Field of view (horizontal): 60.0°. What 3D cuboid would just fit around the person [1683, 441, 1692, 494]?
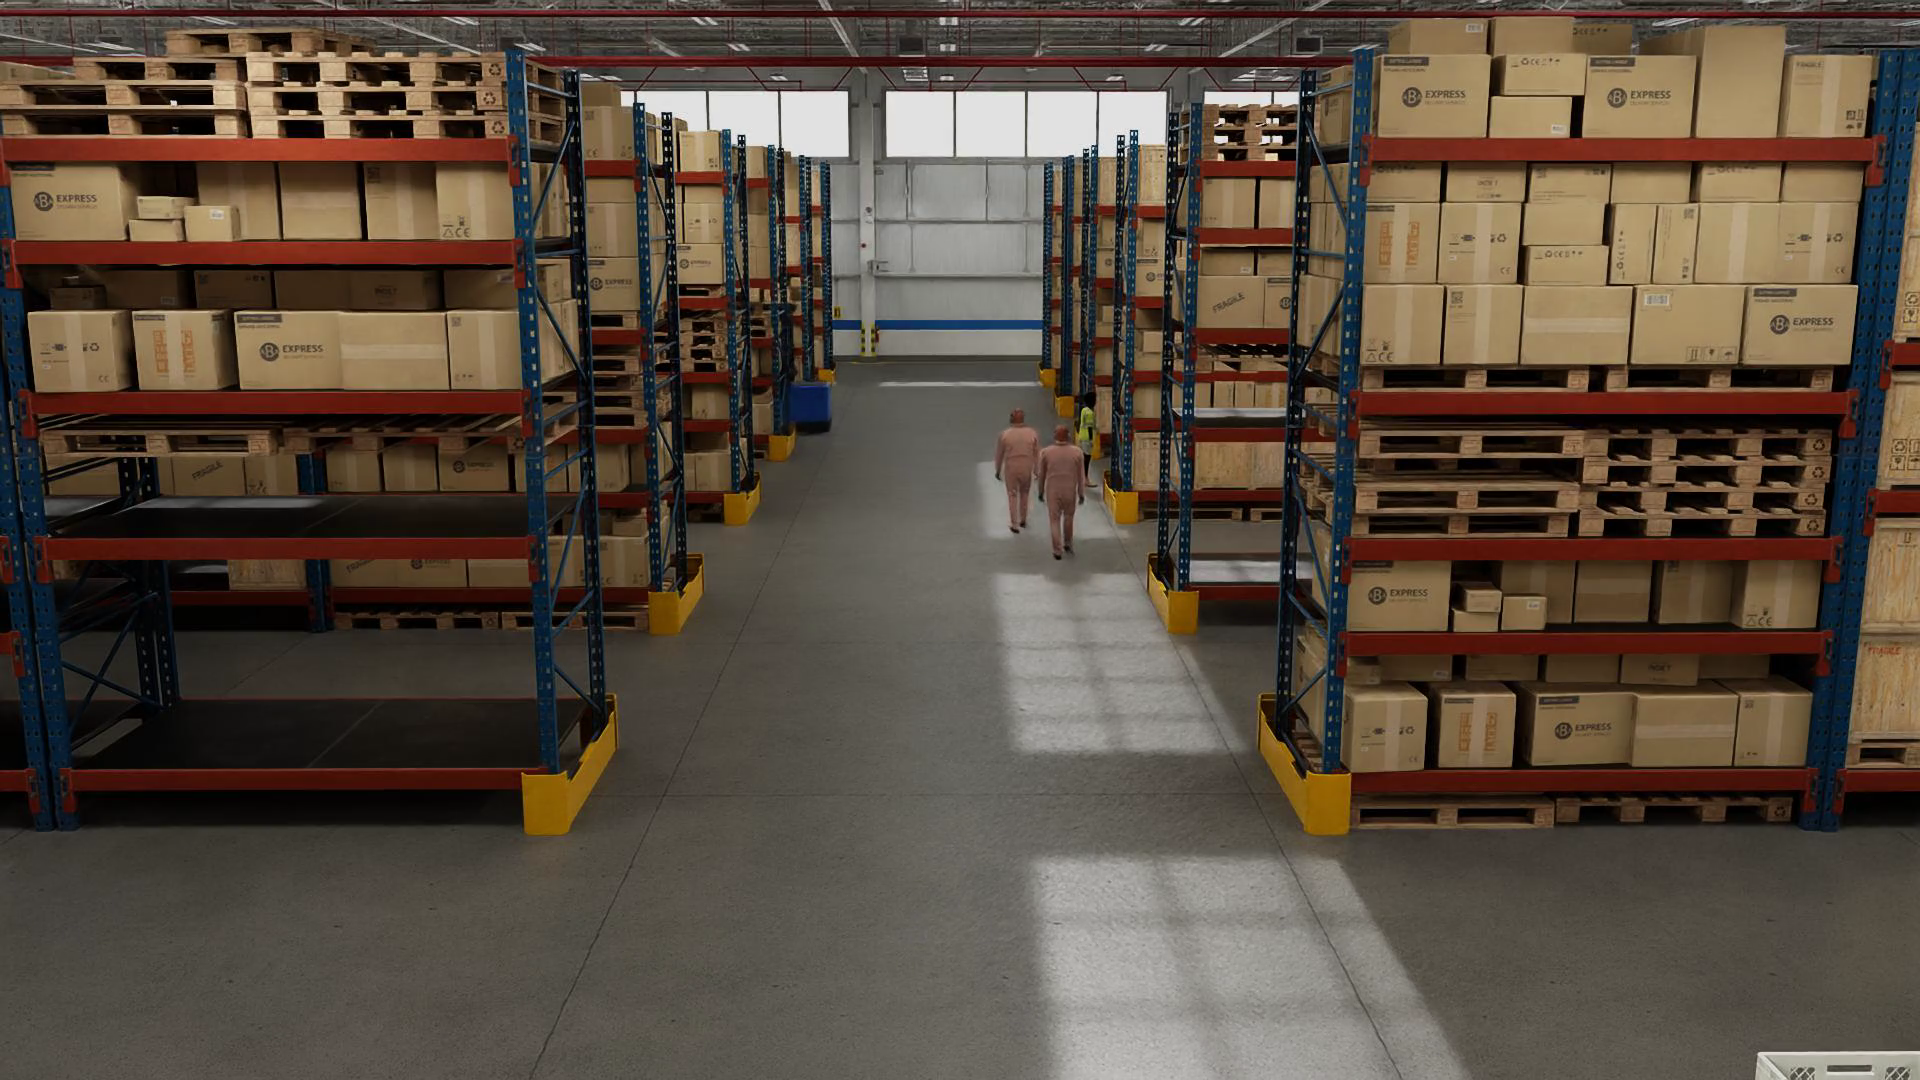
[{"bbox_3d":[9.541,-0.407,22.156,0.925,1.911,0.638,0,11,0],"label":"person"}]

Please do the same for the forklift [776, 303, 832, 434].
[{"bbox_3d":[-3.782,-3.760,36.335,1.873,2.768,1.129,0,11,-1],"label":"forklift"}]

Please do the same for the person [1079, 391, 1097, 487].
[{"bbox_3d":[2.276,-1.796,29.536,0.320,1.698,0.537,-1,11,-6],"label":"person"}]

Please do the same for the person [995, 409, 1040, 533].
[{"bbox_3d":[0.866,-1.086,25.596,0.675,1.870,0.893,-2,12,-9],"label":"person"}]

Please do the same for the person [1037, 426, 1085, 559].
[{"bbox_3d":[1.440,-0.707,23.734,0.673,1.855,0.960,0,11,2],"label":"person"}]
